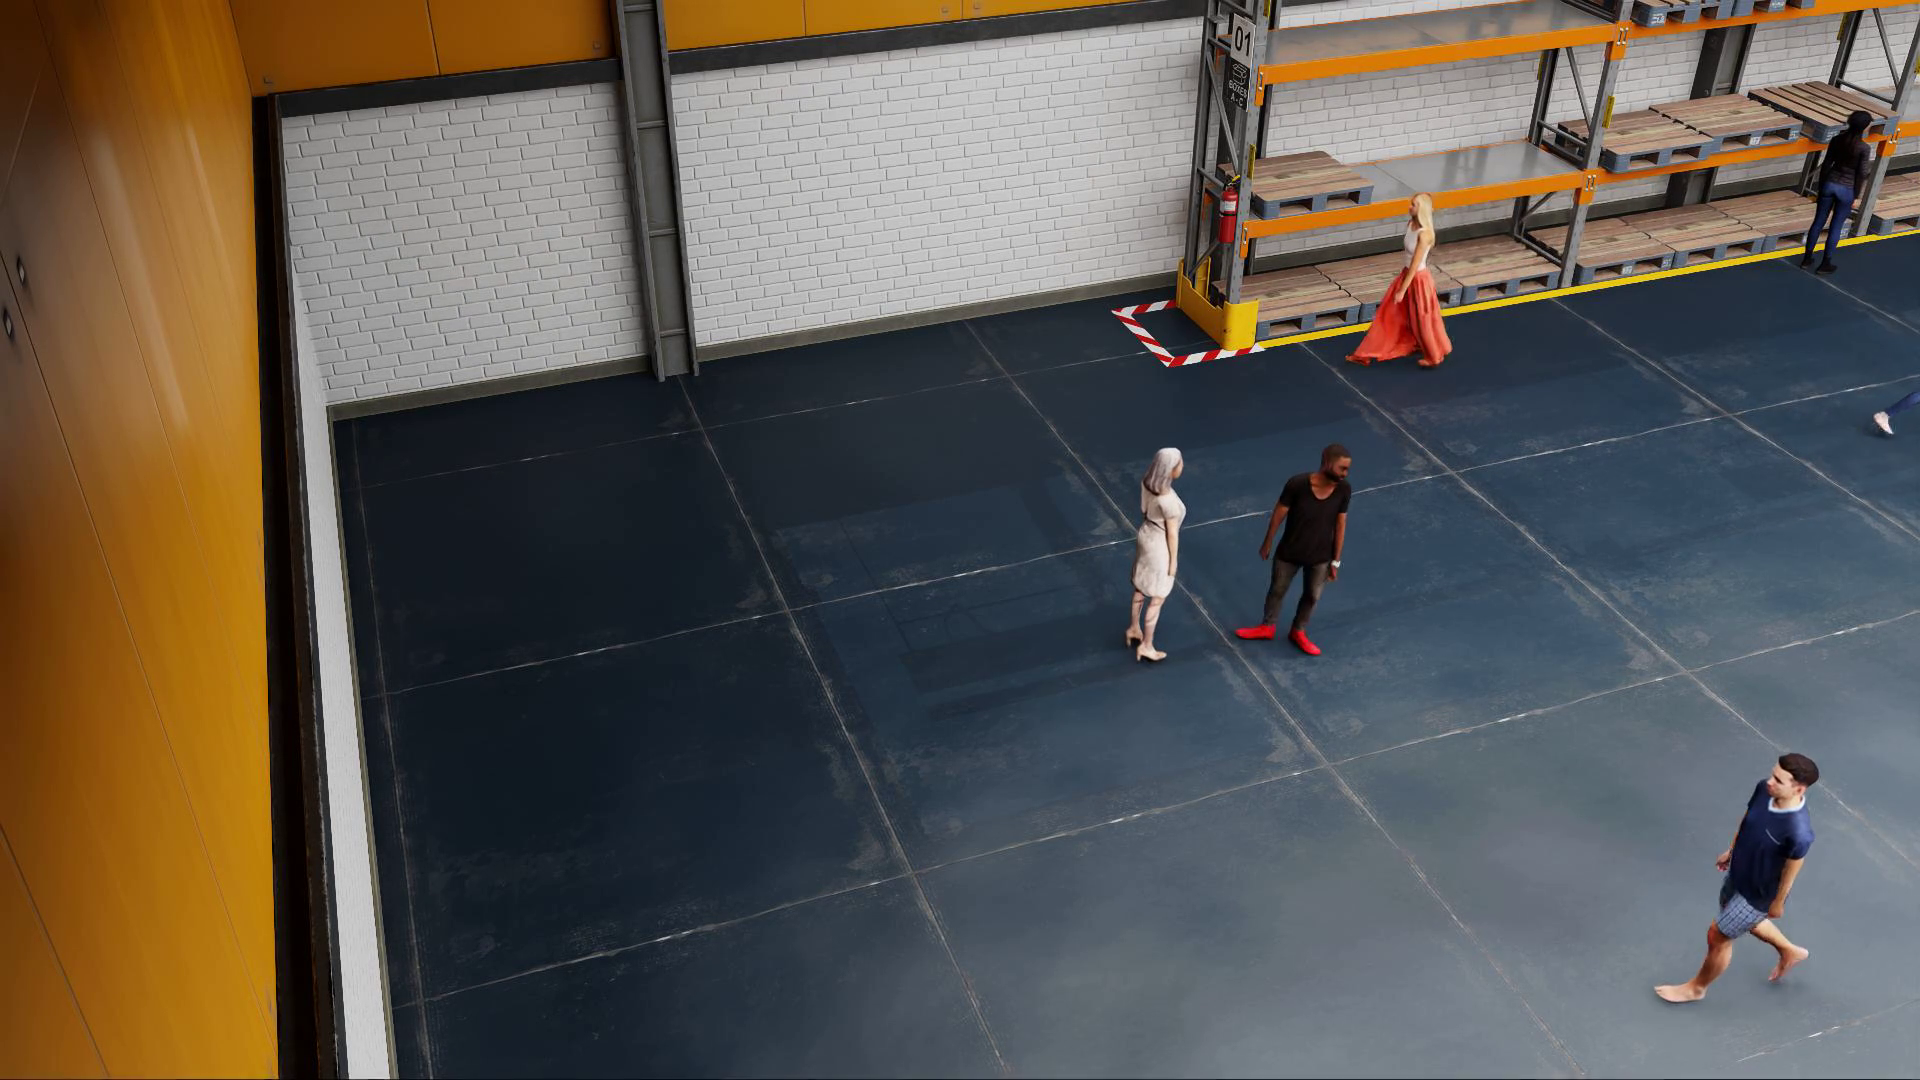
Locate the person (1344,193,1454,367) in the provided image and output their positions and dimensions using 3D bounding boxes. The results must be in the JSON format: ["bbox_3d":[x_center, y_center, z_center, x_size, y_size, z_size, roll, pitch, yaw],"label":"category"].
[{"bbox_3d":[4.355,-2.373,15.643,1.327,1.748,0.860,-3,34,-4],"label":"person"}]

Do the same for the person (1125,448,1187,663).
[{"bbox_3d":[1.402,0.106,11.928,0.539,1.732,0.580,-11,35,-17],"label":"person"}]

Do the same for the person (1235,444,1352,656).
[{"bbox_3d":[2.420,0.045,11.973,0.720,1.784,0.951,9,35,13],"label":"person"}]

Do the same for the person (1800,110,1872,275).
[{"bbox_3d":[9.293,-3.688,17.614,0.616,1.757,0.661,-21,39,-28],"label":"person"}]

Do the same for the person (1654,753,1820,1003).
[{"bbox_3d":[4.469,1.873,9.186,1.163,1.825,0.887,1,34,1],"label":"person"}]
